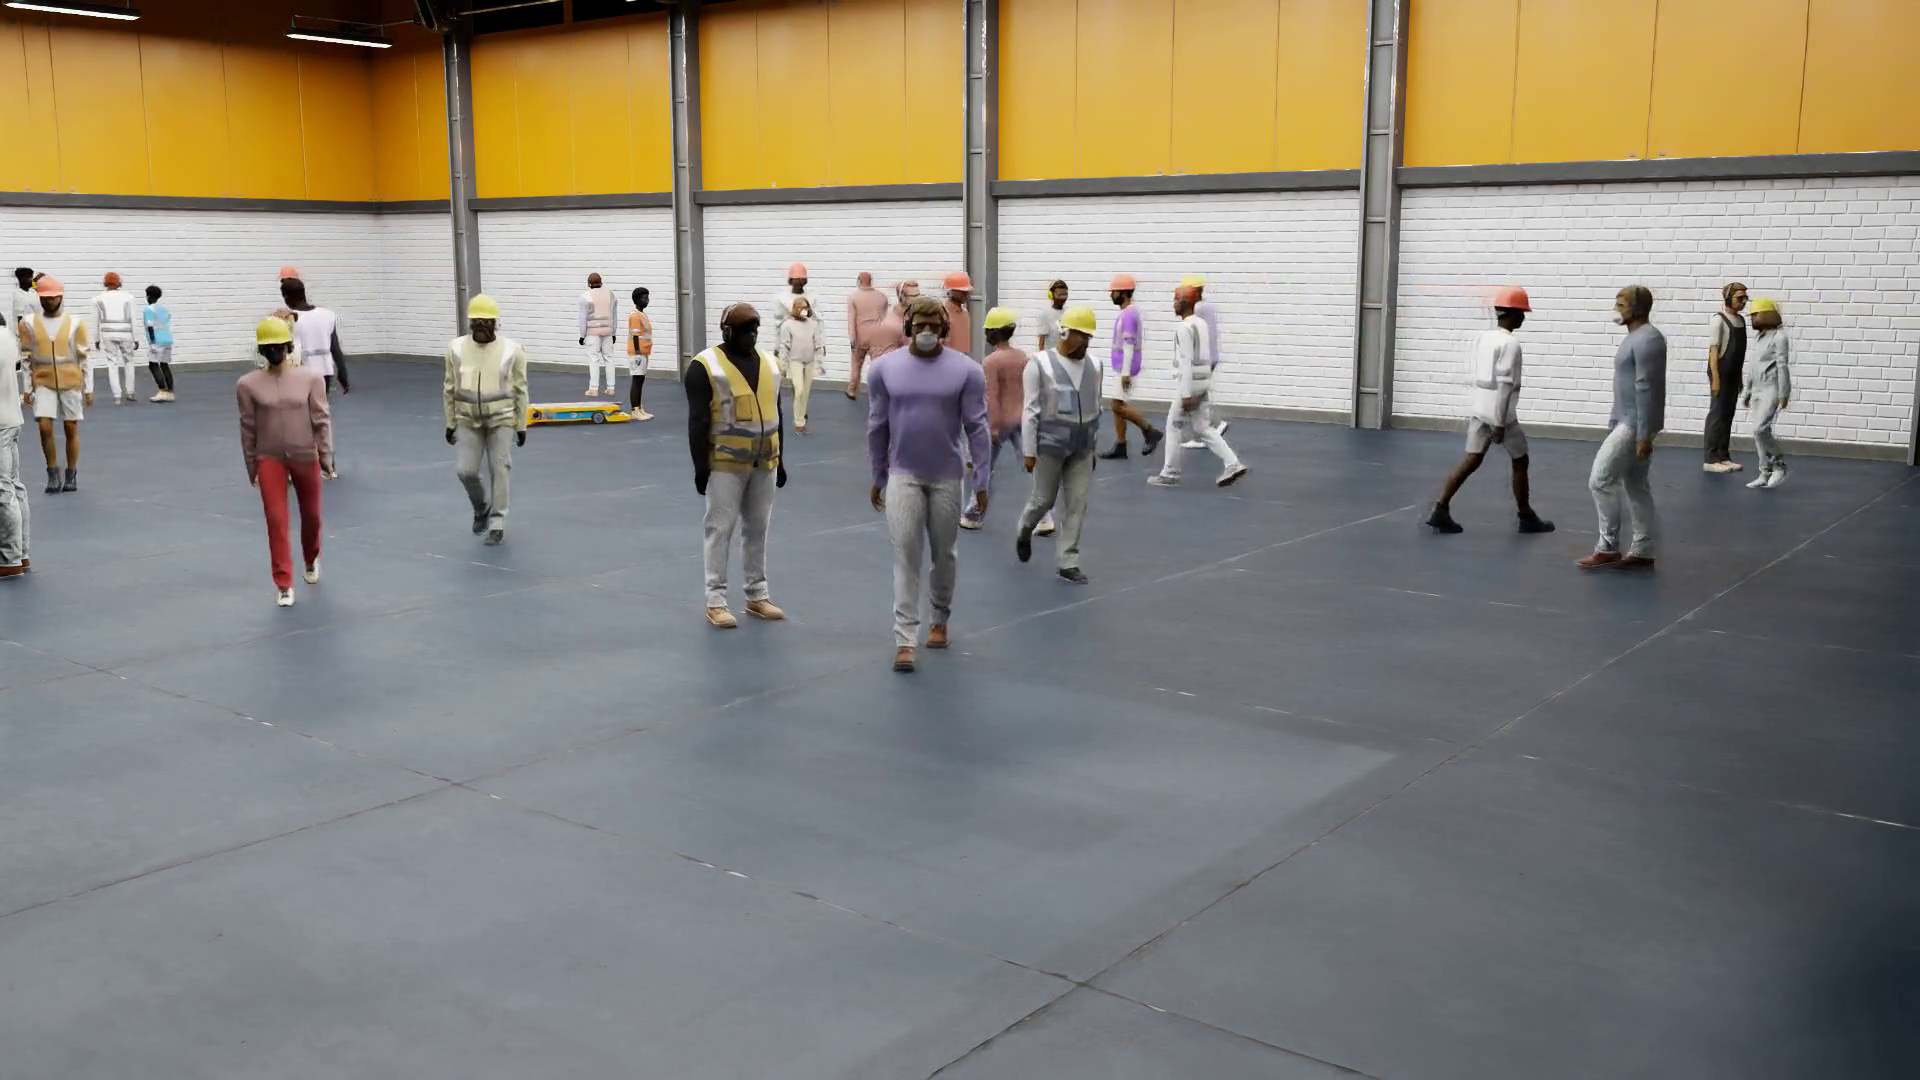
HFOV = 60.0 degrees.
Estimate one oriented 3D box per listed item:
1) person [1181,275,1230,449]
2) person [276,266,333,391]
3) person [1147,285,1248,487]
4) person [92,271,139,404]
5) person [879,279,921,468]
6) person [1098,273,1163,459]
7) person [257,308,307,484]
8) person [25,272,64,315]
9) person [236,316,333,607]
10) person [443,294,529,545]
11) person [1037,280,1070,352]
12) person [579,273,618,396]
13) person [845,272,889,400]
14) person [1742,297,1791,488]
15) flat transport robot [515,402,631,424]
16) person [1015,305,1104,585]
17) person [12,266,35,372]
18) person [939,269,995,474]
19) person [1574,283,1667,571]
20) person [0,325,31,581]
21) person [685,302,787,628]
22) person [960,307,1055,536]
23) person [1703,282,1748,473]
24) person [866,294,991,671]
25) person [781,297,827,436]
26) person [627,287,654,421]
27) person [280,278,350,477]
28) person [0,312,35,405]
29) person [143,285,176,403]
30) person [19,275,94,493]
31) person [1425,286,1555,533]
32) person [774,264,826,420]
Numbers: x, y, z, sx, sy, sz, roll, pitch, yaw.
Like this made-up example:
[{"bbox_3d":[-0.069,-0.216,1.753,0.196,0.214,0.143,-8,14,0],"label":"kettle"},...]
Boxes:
[{"bbox_3d":[2.623,-1.914,17.984,0.622,1.887,0.632,6,11,31],"label":"person"},{"bbox_3d":[-10.098,-3.187,25.305,1.045,1.934,0.626,-7,12,-34],"label":"person"},{"bbox_3d":[2.170,-1.373,15.004,0.880,1.853,0.606,6,11,31],"label":"person"},{"bbox_3d":[-11.984,-2.871,23.637,0.586,1.862,0.726,-4,11,-24],"label":"person"},{"bbox_3d":[-0.494,-1.406,15.030,0.491,1.888,0.662,5,11,28],"label":"person"},{"bbox_3d":[1.737,-1.760,17.005,0.551,1.918,0.559,0,10,-1],"label":"person"},{"bbox_3d":[-6.135,-1.313,15.273,0.687,1.610,0.535,4,11,23],"label":"person"},{"bbox_3d":[-12.129,-2.610,22.100,0.329,1.871,0.514,7,12,36],"label":"person"},{"bbox_3d":[-4.140,-0.511,10.231,0.521,1.740,0.782,-4,11,-23],"label":"person"},{"bbox_3d":[-3.450,-0.874,12.118,0.615,1.822,0.413,-1,10,-5],"label":"person"},{"bbox_3d":[1.107,-1.933,18.284,0.542,1.814,0.962,-4,11,-23],"label":"person"},{"bbox_3d":[-5.423,-3.074,24.901,0.619,1.839,0.430,-8,12,-38],"label":"person"},{"bbox_3d":[-1.334,-2.908,23.881,0.652,1.854,0.985,-4,11,-22],"label":"person"},{"bbox_3d":[7.251,-1.319,14.994,0.378,1.718,0.518,-1,10,-8],"label":"person"},{"bbox_3d":[-4.907,-1.597,20.846,1.431,0.197,0.652,-4,10,-21],"label":"flat transport robot"},{"bbox_3d":[0.635,-0.637,10.841,0.590,1.796,0.721,-4,11,-23],"label":"person"},{"bbox_3d":[-13.864,-3.062,24.542,0.769,1.945,0.610,-4,11,-23],"label":"person"},{"bbox_3d":[0.024,-1.558,15.689,0.769,1.961,0.612,6,11,31],"label":"person"},{"bbox_3d":[4.356,-0.733,11.027,0.678,1.914,0.650,3,10,17],"label":"person"},{"bbox_3d":[-6.280,-0.699,10.772,0.373,1.940,0.629,-3,10,-17],"label":"person"},{"bbox_3d":[-1.248,-0.431,9.499,0.633,1.839,0.429,-9,13,-41],"label":"person"},{"bbox_3d":[0.355,-0.887,12.532,0.533,1.716,0.948,-9,13,-43],"label":"person"},{"bbox_3d":[7.452,-1.574,16.153,0.514,1.844,0.362,-7,12,-37],"label":"person"},{"bbox_3d":[-0.168,-0.317,8.655,0.651,1.906,0.843,0,10,2],"label":"person"},{"bbox_3d":[-1.795,-2.016,19.396,0.502,1.613,0.620,-7,12,-36],"label":"person"},{"bbox_3d":[-4.071,-2.367,21.177,0.320,1.698,0.537,0,10,0],"label":"person"},{"bbox_3d":[-6.190,-1.528,15.769,0.647,1.877,0.669,6,12,33],"label":"person"},{"bbox_3d":[-13.365,-2.832,22.891,1.024,2.000,0.691,-3,10,-19],"label":"person"},{"bbox_3d":[-11.452,-2.803,23.799,0.397,1.661,0.568,1,10,7],"label":"person"},{"bbox_3d":[-7.942,-1.356,14.637,0.570,1.919,0.649,-4,11,-25],"label":"person"},{"bbox_3d":[4.003,-0.969,12.538,0.995,1.887,0.547,-2,10,-11],"label":"person"},{"bbox_3d":[-2.043,-2.516,21.219,0.618,1.991,1.038,-4,10,-20],"label":"person"}]
